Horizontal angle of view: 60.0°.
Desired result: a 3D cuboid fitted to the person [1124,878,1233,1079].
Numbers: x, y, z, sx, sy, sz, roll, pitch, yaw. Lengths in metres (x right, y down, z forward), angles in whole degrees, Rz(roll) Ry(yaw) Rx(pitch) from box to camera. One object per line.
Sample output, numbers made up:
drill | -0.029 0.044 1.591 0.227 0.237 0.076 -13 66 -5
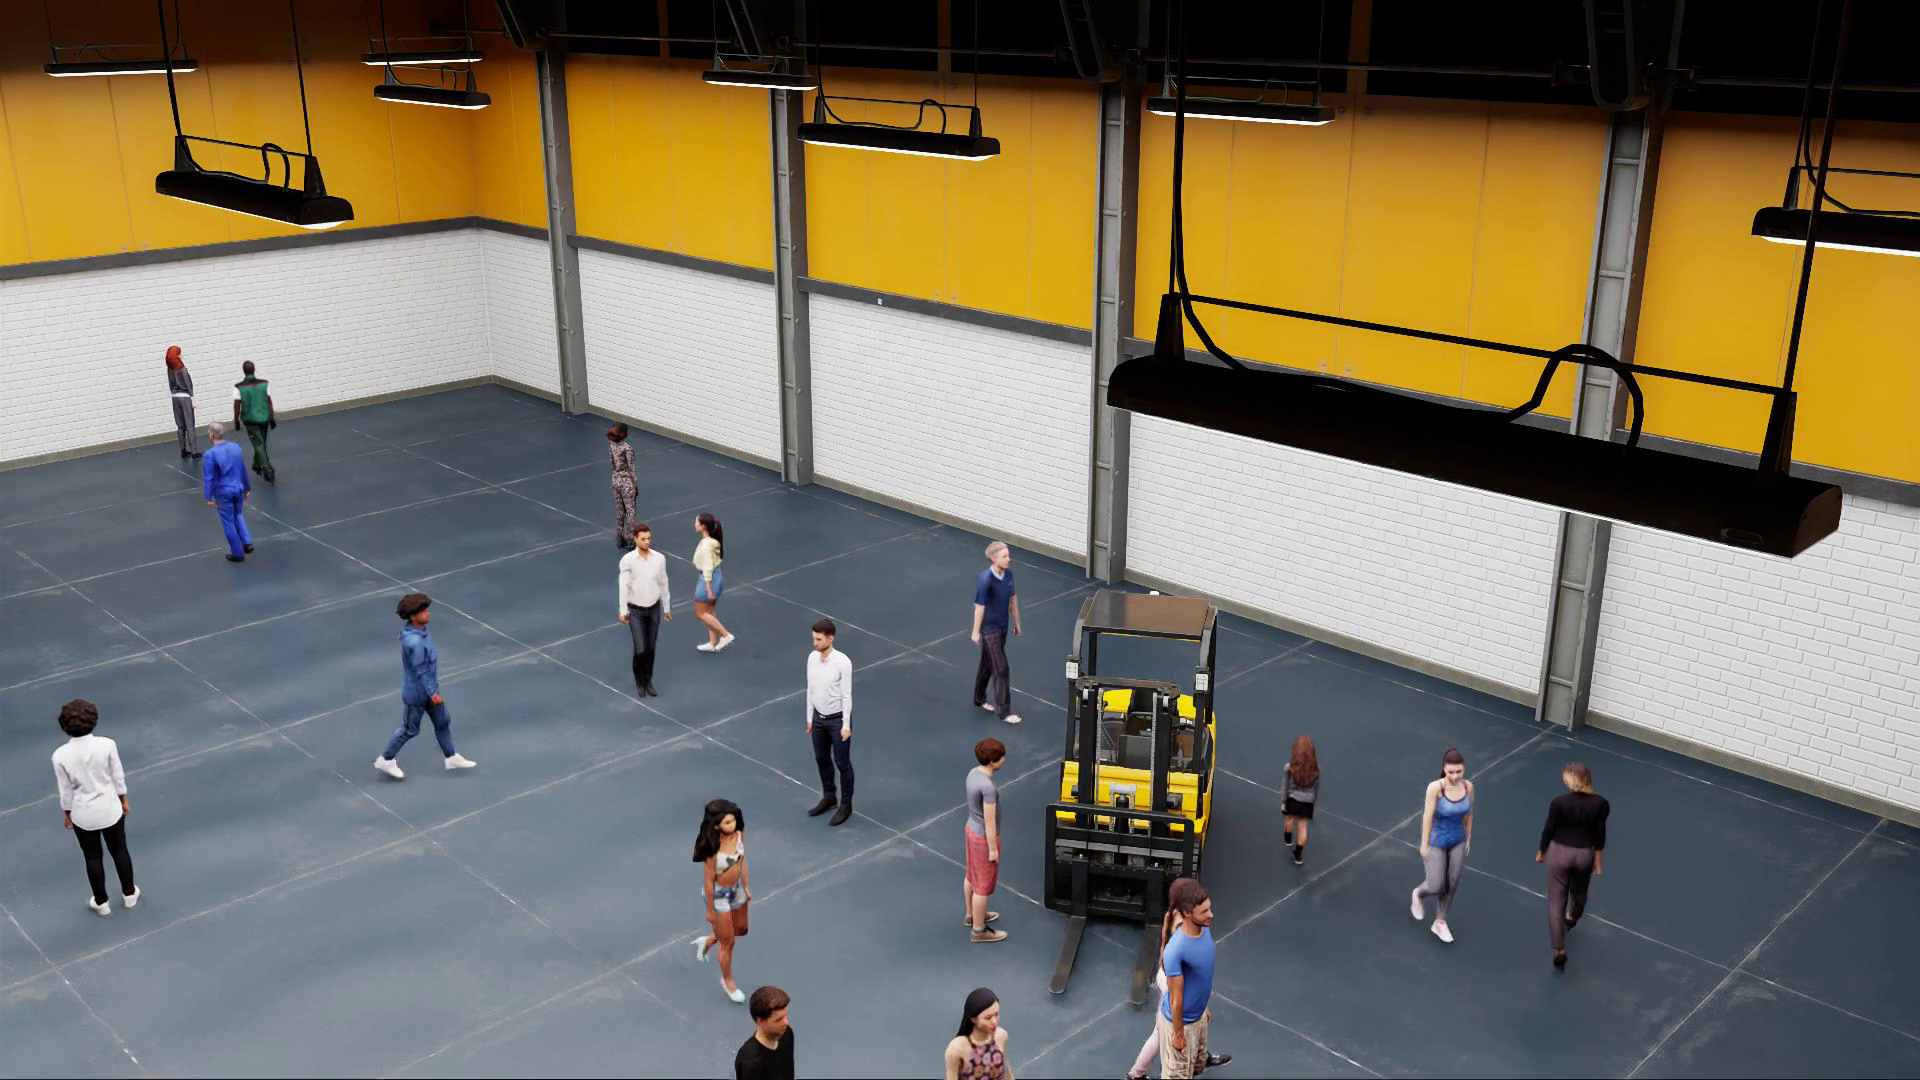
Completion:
person | 1.368 2.972 11.004 0.969 1.529 0.994 -3 19 -8

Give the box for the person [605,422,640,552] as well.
person | -4.378 -0.716 21.666 0.526 1.714 0.654 14 23 37

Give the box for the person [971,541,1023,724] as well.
person | 0.259 0.887 16.701 0.975 1.844 0.744 14 23 36

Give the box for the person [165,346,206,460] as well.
person | -12.060 -2.146 25.809 0.555 1.780 0.697 8 20 24

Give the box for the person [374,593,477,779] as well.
person | -5.070 1.371 15.351 1.179 1.789 1.156 -1 19 -4

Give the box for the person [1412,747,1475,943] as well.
person | 3.710 2.315 12.849 0.743 1.596 0.830 -5 19 -14

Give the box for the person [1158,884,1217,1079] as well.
person | 1.408 2.983 10.445 0.647 1.864 0.695 11 22 30

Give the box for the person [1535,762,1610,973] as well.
person | 4.536 2.456 12.367 0.955 1.638 1.030 2 19 5

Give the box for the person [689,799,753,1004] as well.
person | -1.754 2.583 12.036 0.838 1.607 0.677 11 22 30

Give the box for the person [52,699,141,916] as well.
person | -6.830 2.102 13.146 0.674 1.810 0.636 -12 22 -32

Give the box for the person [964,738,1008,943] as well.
person | 0.172 2.295 12.830 0.718 1.646 0.612 -5 19 -14

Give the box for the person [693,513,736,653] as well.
person | -2.676 0.484 18.249 0.851 1.621 0.799 3 19 9

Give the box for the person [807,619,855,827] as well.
person | -1.124 1.564 14.664 0.592 1.861 0.723 12 22 32

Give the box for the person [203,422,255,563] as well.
person | -9.233 -0.589 21.126 0.763 1.818 0.829 11 22 30

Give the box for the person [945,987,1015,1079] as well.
person | 0.055 3.331 9.568 0.692 1.765 0.736 -13 23 -34

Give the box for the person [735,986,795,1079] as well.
person | -1.179 3.349 9.443 1.299 1.811 0.917 9 21 26

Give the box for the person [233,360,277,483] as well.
person | -10.325 -1.697 24.453 0.735 1.794 1.186 -15 24 -38

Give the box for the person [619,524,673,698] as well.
person | -3.310 0.705 17.212 0.721 1.863 0.678 -12 22 -32

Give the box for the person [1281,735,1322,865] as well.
person | 2.875 2.200 13.996 0.715 1.082 0.757 2 19 5
